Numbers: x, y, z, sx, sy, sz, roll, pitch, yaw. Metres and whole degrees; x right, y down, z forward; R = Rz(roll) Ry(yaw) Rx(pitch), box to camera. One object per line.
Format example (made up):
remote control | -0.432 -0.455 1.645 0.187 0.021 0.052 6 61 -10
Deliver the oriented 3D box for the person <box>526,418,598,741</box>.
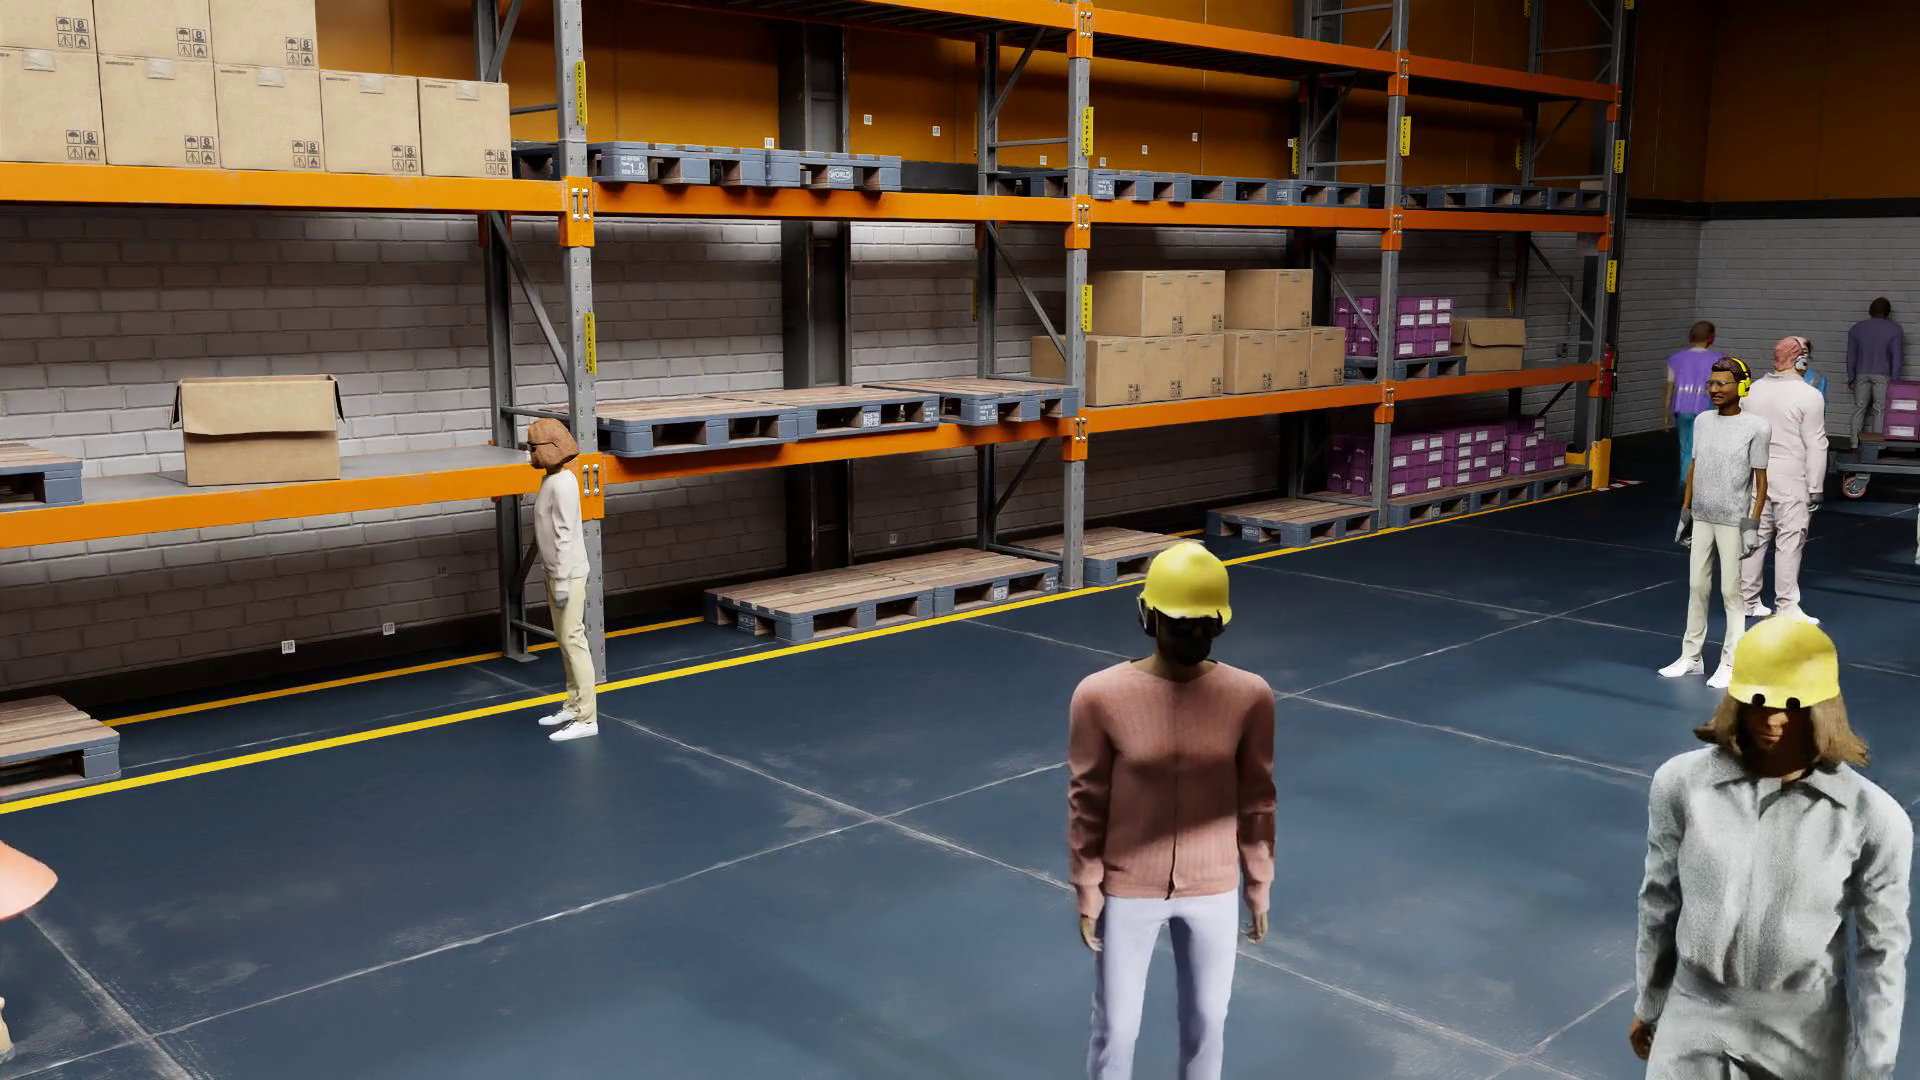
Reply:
person | -2.028 0.192 8.438 0.285 1.626 0.495 -4 10 -22

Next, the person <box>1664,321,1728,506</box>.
person | 7.152 -1.229 16.229 0.565 1.813 0.804 9 13 41

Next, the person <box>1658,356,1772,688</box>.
person | 4.299 -0.101 9.425 0.328 1.874 0.521 -6 11 -30

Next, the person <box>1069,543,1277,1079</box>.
person | 0.526 0.868 4.110 0.521 1.757 0.365 -1 10 -5

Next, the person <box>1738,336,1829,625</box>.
person | 5.453 -0.389 11.006 0.411 1.909 0.643 -4 11 -23

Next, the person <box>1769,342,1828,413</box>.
person | 7.764 -1.046 15.507 0.548 1.678 0.589 5 11 25

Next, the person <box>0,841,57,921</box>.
person | -1.007 1.149 1.606 0.372 2.045 0.605 -2 10 -10

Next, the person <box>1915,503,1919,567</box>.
person | 5.566 0.057 9.195 0.501 1.633 0.286 6 11 32

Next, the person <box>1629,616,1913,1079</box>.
person | 1.585 1.009 3.326 0.506 1.723 0.594 6 12 33

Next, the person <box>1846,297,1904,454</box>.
person | 11.120 -1.980 20.251 0.378 1.933 0.628 -8 12 -38

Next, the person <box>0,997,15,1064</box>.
person | -3.090 0.594 4.884 0.392 2.033 0.605 -9 13 -42
